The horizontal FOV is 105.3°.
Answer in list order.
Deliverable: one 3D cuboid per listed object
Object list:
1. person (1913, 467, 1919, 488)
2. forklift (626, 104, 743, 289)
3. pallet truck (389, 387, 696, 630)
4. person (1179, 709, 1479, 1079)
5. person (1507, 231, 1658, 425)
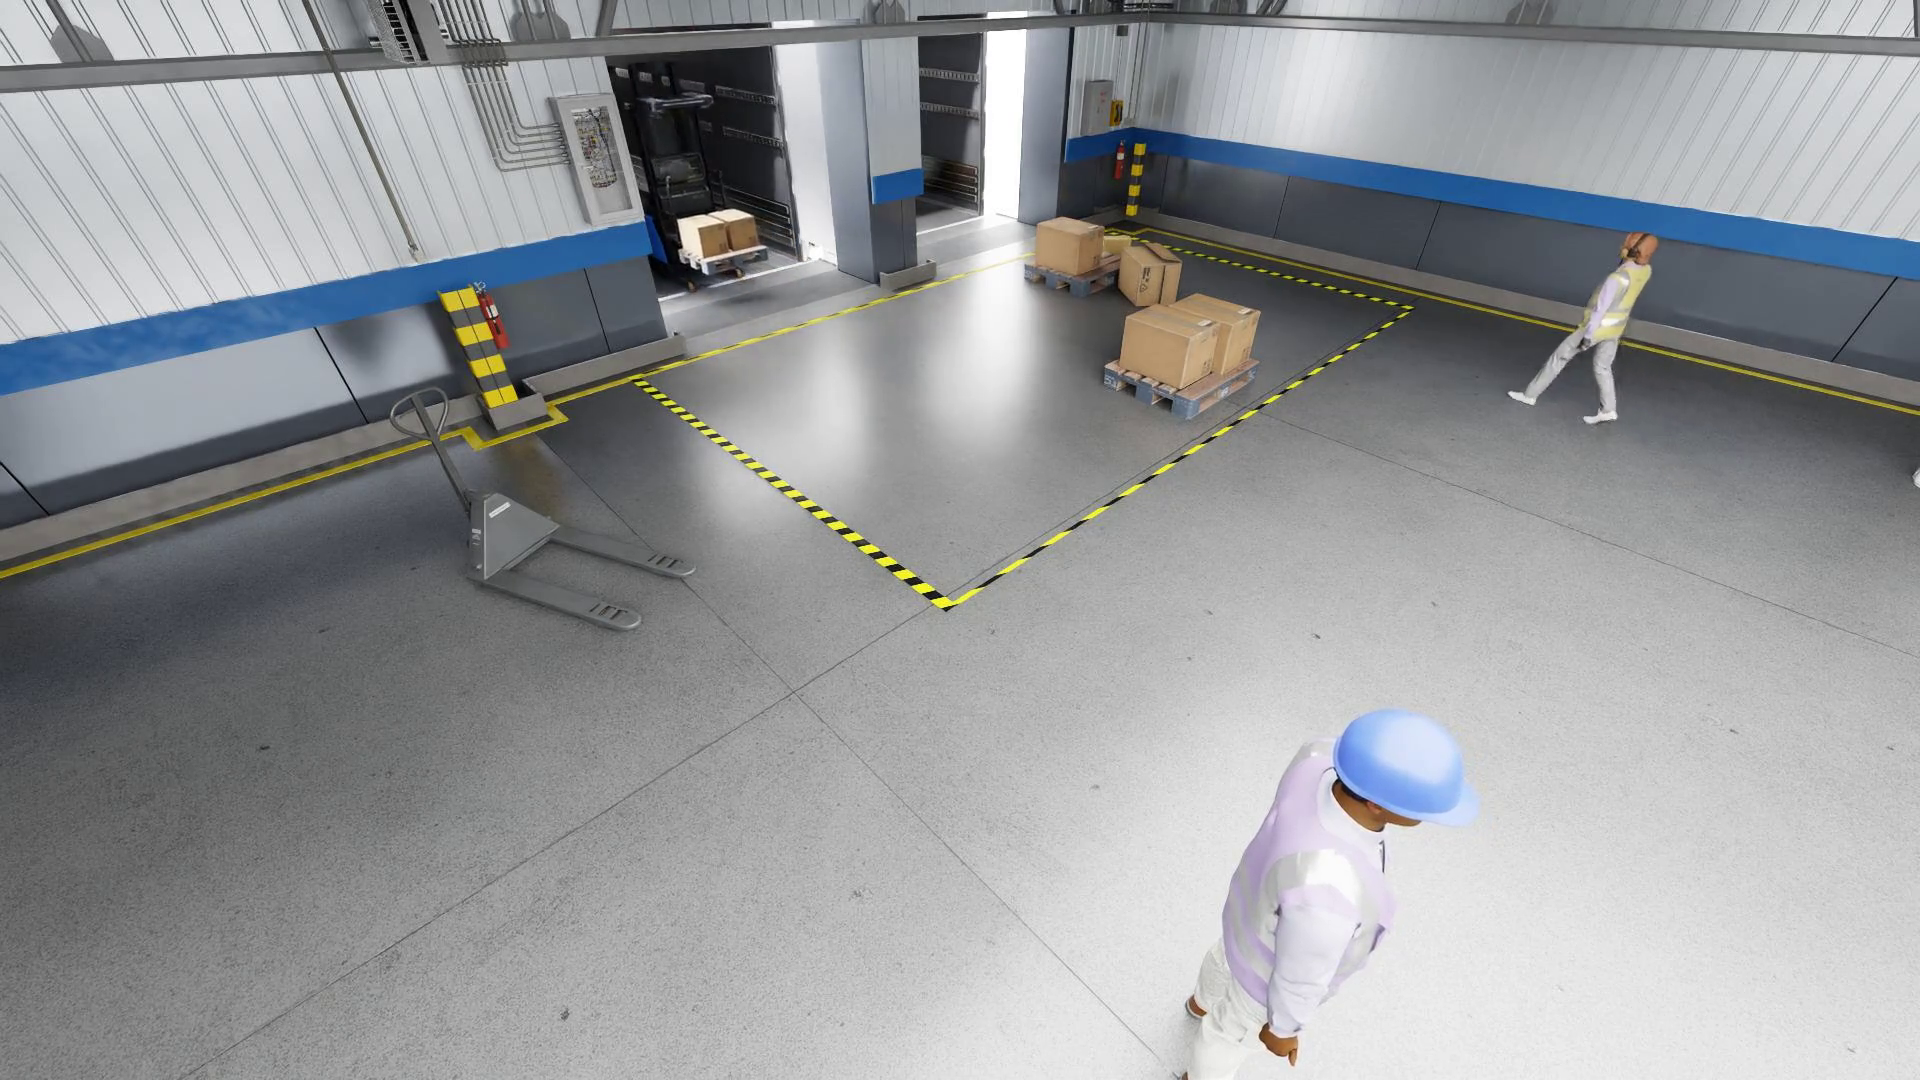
[{"bbox_3d":[7.811,-1.091,5.272,0.492,1.742,0.319,14,40,17],"label":"person"},{"bbox_3d":[-3.767,-4.503,9.446,0.716,2.013,0.776,-31,47,-33],"label":"forklift"},{"bbox_3d":[-2.613,-0.247,4.593,1.601,1.201,0.680,14,40,17],"label":"pallet truck"},{"bbox_3d":[0.970,1.172,2.176,0.386,1.949,0.603,14,40,18],"label":"person"},{"bbox_3d":[5.522,-1.801,6.305,0.505,1.598,0.859,-14,40,-17],"label":"person"}]
